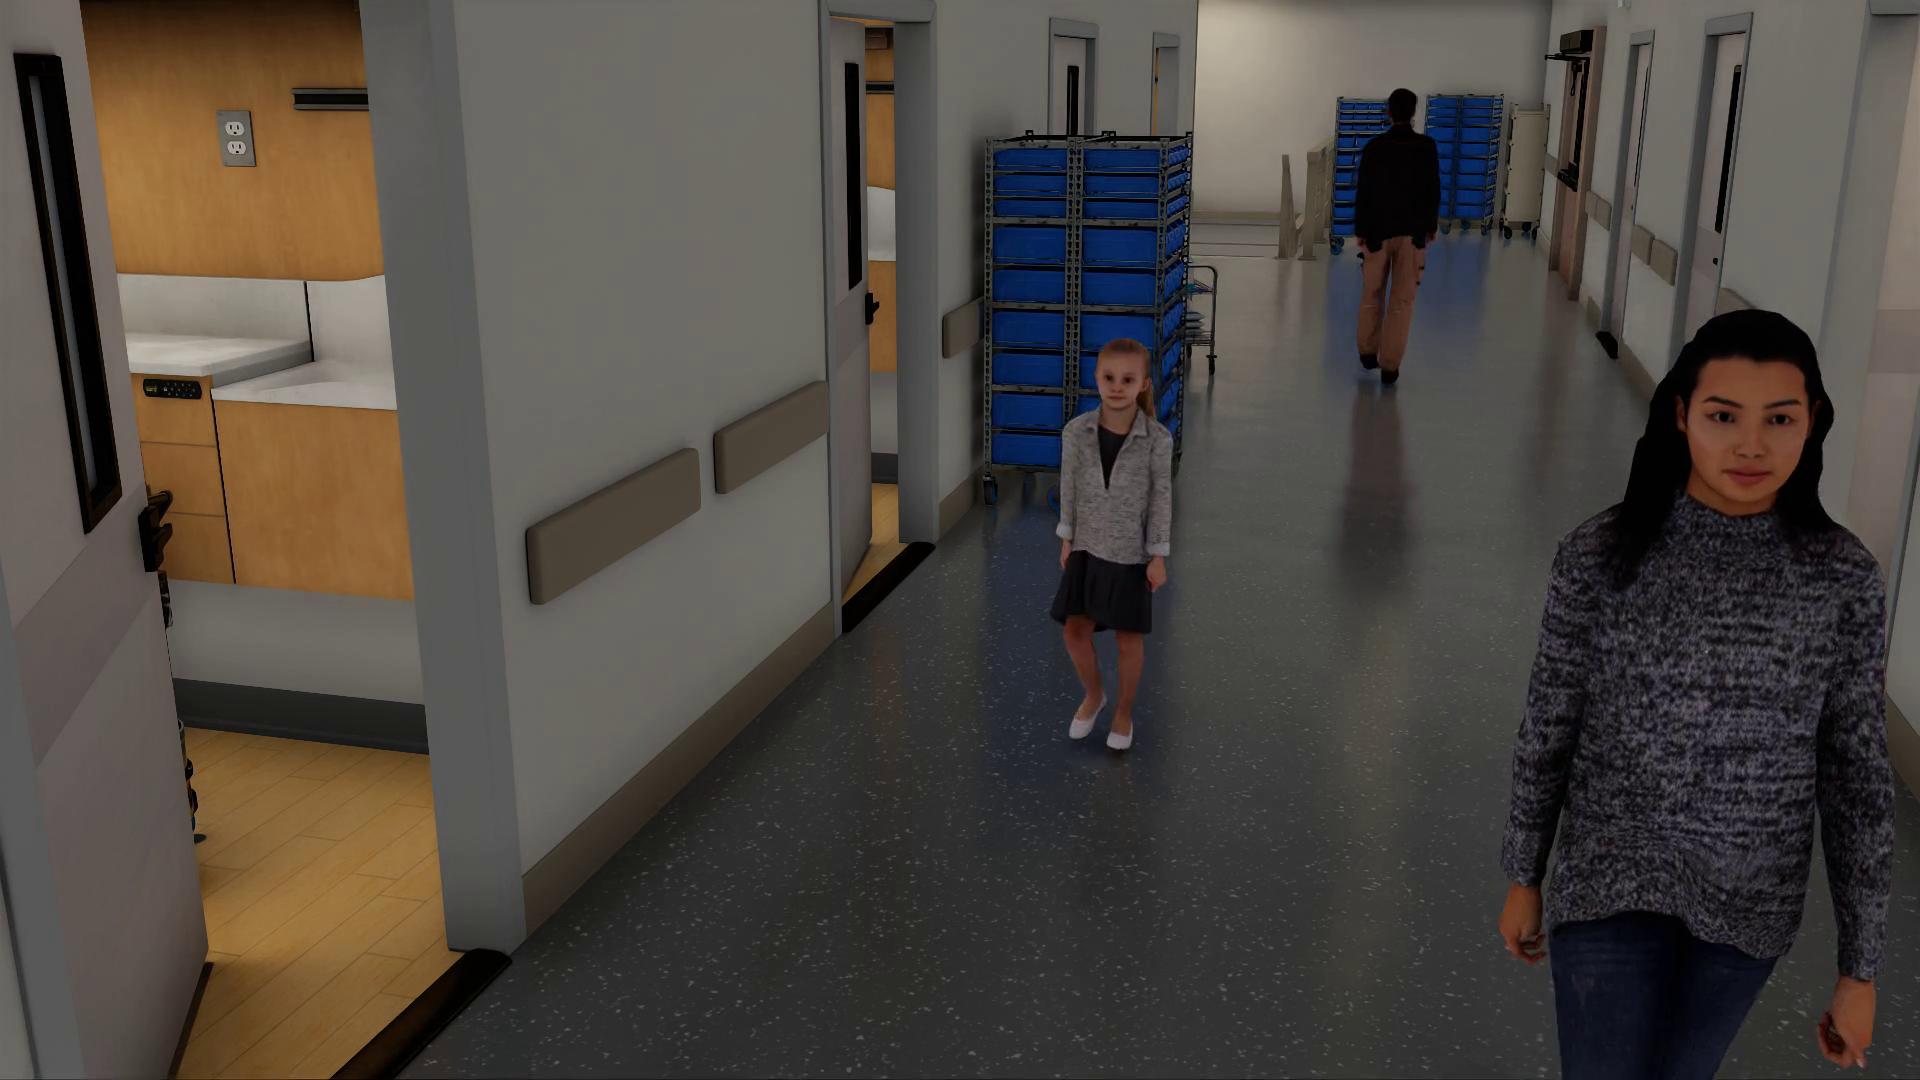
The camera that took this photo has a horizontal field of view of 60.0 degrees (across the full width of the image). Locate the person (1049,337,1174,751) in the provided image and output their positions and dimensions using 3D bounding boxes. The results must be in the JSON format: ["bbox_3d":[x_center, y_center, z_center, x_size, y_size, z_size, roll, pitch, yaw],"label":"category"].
[{"bbox_3d":[0.480,0.007,5.091,0.529,1.267,0.550,5,17,18],"label":"person"}]

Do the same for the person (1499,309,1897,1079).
[{"bbox_3d":[1.073,0.523,2.506,0.643,1.684,1.115,4,16,14],"label":"person"}]

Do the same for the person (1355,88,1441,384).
[{"bbox_3d":[2.878,-1.977,10.987,0.703,1.894,0.995,4,16,15],"label":"person"}]
